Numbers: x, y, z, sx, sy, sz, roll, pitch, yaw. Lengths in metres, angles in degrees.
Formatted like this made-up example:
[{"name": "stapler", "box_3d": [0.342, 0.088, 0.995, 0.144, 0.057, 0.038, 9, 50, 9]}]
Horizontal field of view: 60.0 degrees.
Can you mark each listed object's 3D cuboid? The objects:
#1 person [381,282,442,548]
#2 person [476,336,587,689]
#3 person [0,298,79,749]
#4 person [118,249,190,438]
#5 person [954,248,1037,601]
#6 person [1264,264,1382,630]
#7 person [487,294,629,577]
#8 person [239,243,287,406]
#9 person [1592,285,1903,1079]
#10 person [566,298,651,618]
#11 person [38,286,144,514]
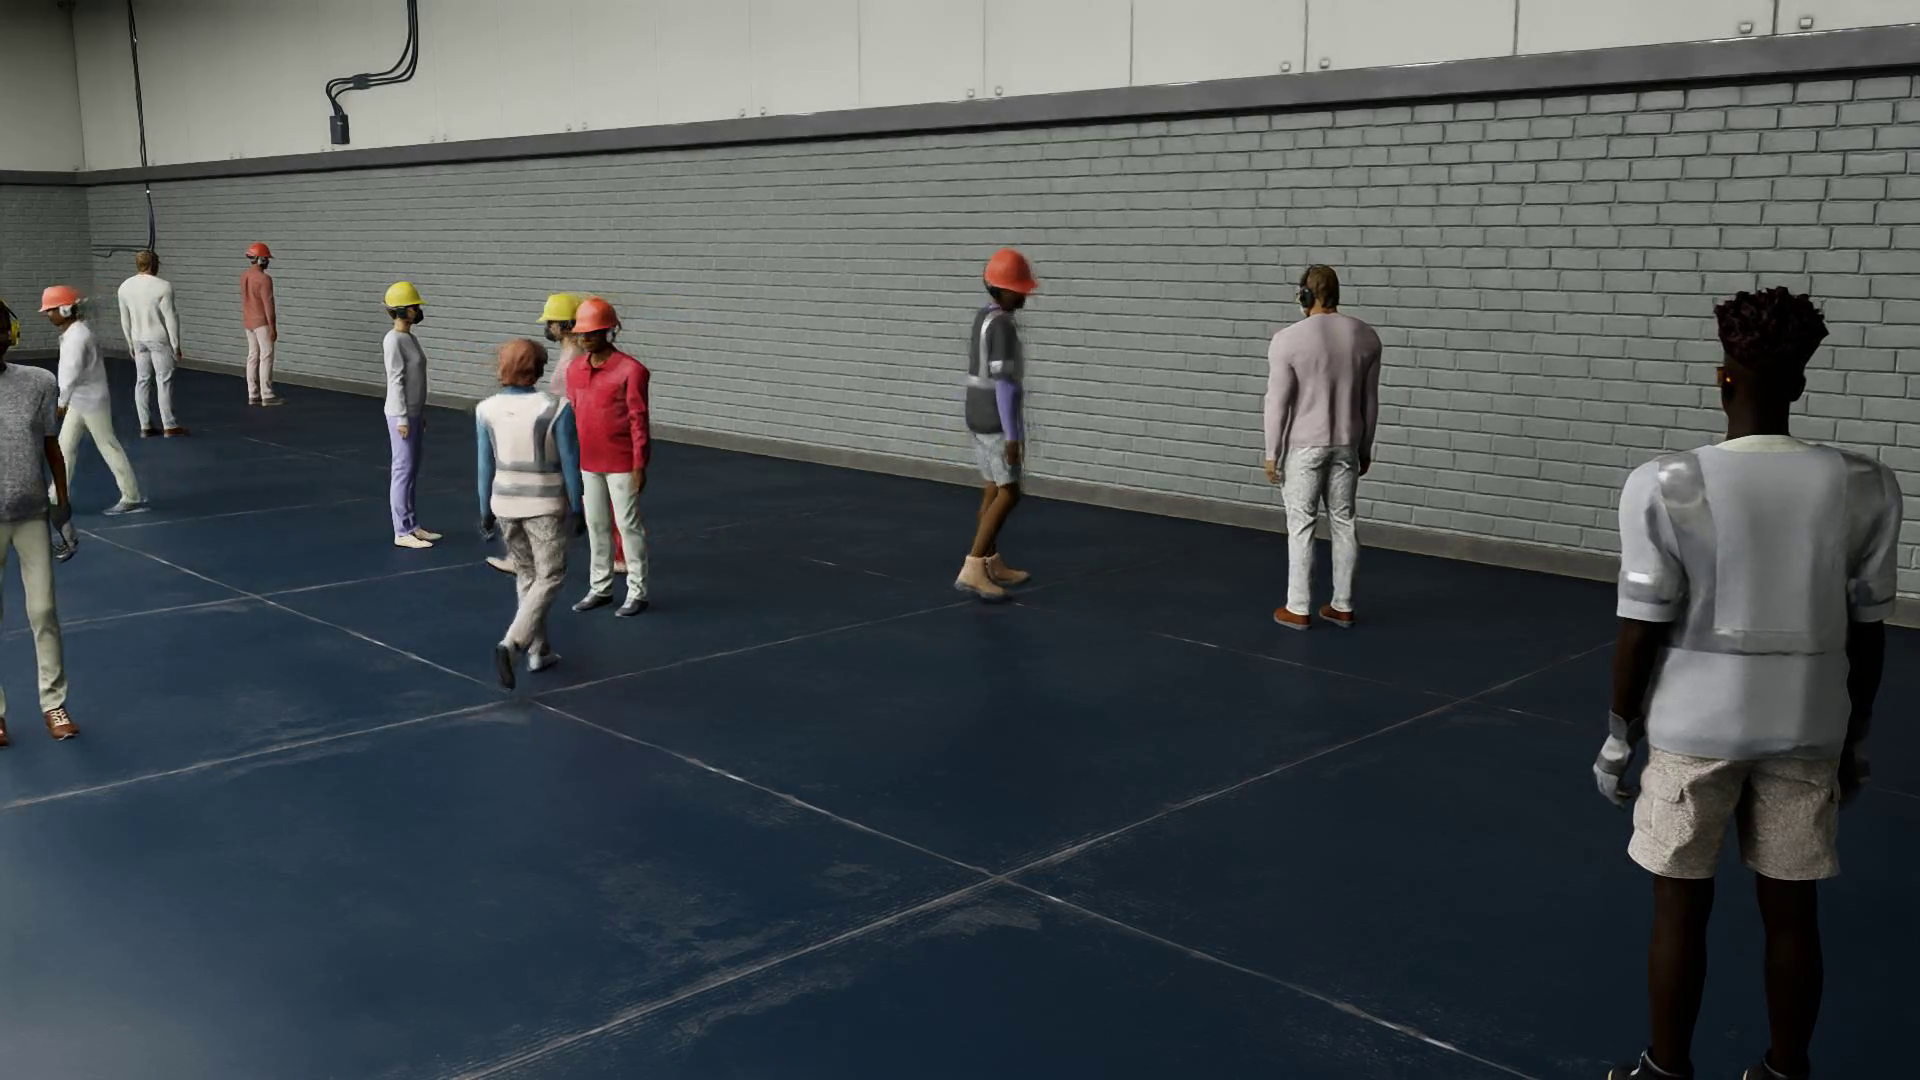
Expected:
[{"name": "person", "box_3d": [-3.684, -0.834, 11.134, 0.302, 1.772, 0.530, -1, 10, -6]}, {"name": "person", "box_3d": [-2.022, -0.123, 7.672, 0.518, 1.614, 0.708, 3, 11, 18]}, {"name": "person", "box_3d": [-3.876, -0.076, 6.767, 0.503, 1.861, 0.328, -9, 14, -41]}, {"name": "person", "box_3d": [-8.302, -2.017, 17.121, 0.629, 1.940, 0.372, 2, 11, 11]}, {"name": "person", "box_3d": [0.179, -0.673, 9.628, 0.511, 2.014, 0.766, -2, 11, -9]}, {"name": "person", "box_3d": [1.897, -0.477, 8.760, 0.637, 1.930, 0.373, -3, 11, -14]}, {"name": "person", "box_3d": [-2.405, -0.609, 10.043, 0.902, 1.724, 0.532, 0, 10, -3]}, {"name": "person", "box_3d": [-8.566, -2.642, 20.408, 0.617, 1.986, 0.407, 8, 13, 37]}, {"name": "person", "box_3d": [1.756, 0.419, 3.760, 0.603, 1.967, 0.366, 1, 10, 5]}, {"name": "person", "box_3d": [-1.946, -0.446, 9.093, 0.571, 1.744, 0.353, 6, 12, 30]}, {"name": "person", "box_3d": [-6.540, -1.008, 12.264, 0.878, 1.700, 0.562, -8, 13, -36]}]
